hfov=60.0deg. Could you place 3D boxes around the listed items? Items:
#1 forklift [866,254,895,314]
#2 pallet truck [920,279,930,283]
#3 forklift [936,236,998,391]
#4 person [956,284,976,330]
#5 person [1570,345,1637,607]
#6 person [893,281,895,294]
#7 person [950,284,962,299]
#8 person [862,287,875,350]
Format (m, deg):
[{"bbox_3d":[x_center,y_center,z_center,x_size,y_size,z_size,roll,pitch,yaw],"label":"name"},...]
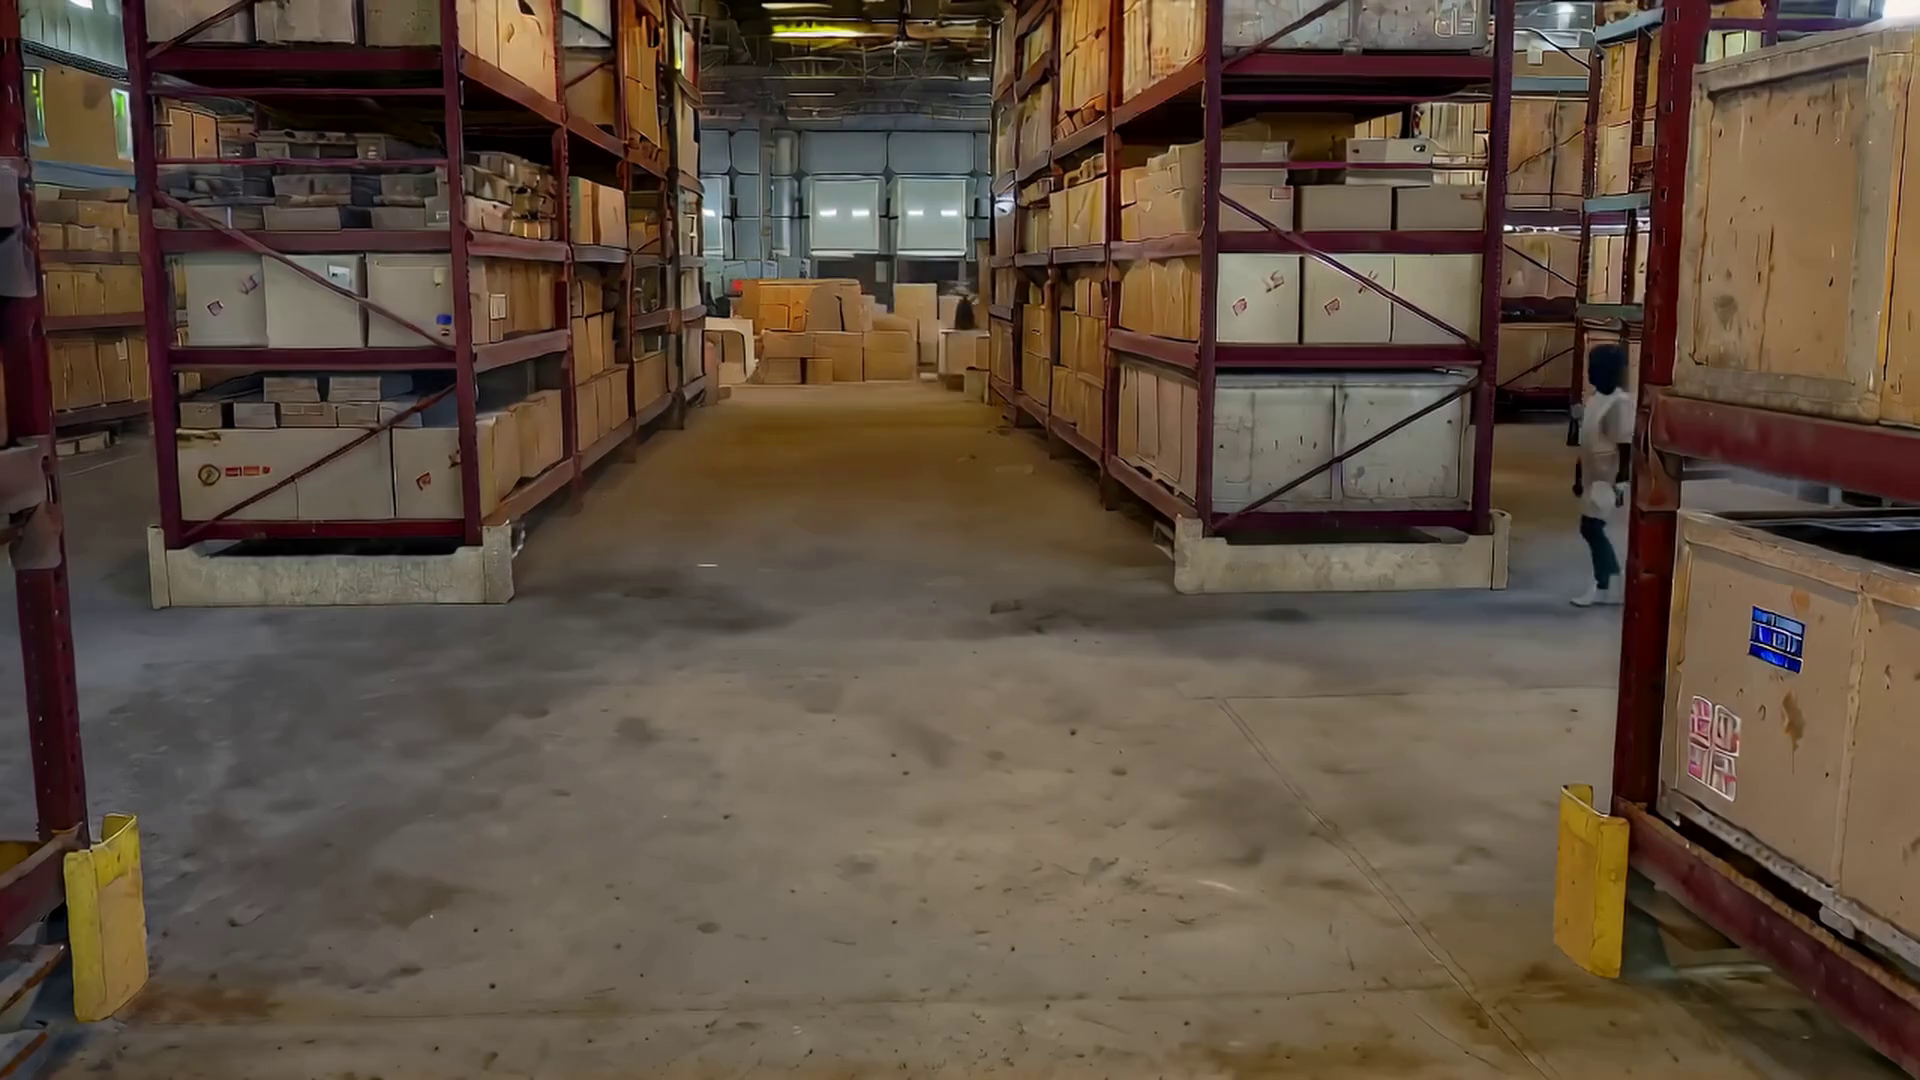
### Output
[{"bbox_3d":[-2.661,-8.222,55.954,1.129,2.768,1.873,-5,10,-30],"label":"forklift"},{"bbox_3d":[-0.932,-8.922,63.114,1.885,1.965,0.823,2,9,13],"label":"pallet truck"},{"bbox_3d":[0.558,-4.167,30.492,1.873,2.768,1.129,-2,9,-10],"label":"forklift"},{"bbox_3d":[0.076,-3.858,31.454,0.948,1.961,0.626,-2,9,-14],"label":"person"},{"bbox_3d":[4.043,-0.389,10.507,0.375,1.680,0.555,-1,9,-5],"label":"person"},{"bbox_3d":[-2.514,-8.777,62.469,0.620,1.921,0.407,6,11,35],"label":"person"},{"bbox_3d":[-0.026,-5.824,43.972,0.793,1.890,0.647,-7,11,-36],"label":"person"},{"bbox_3d":[-2.058,-4.849,38.031,0.429,1.845,0.627,-5,10,-26],"label":"person"}]
